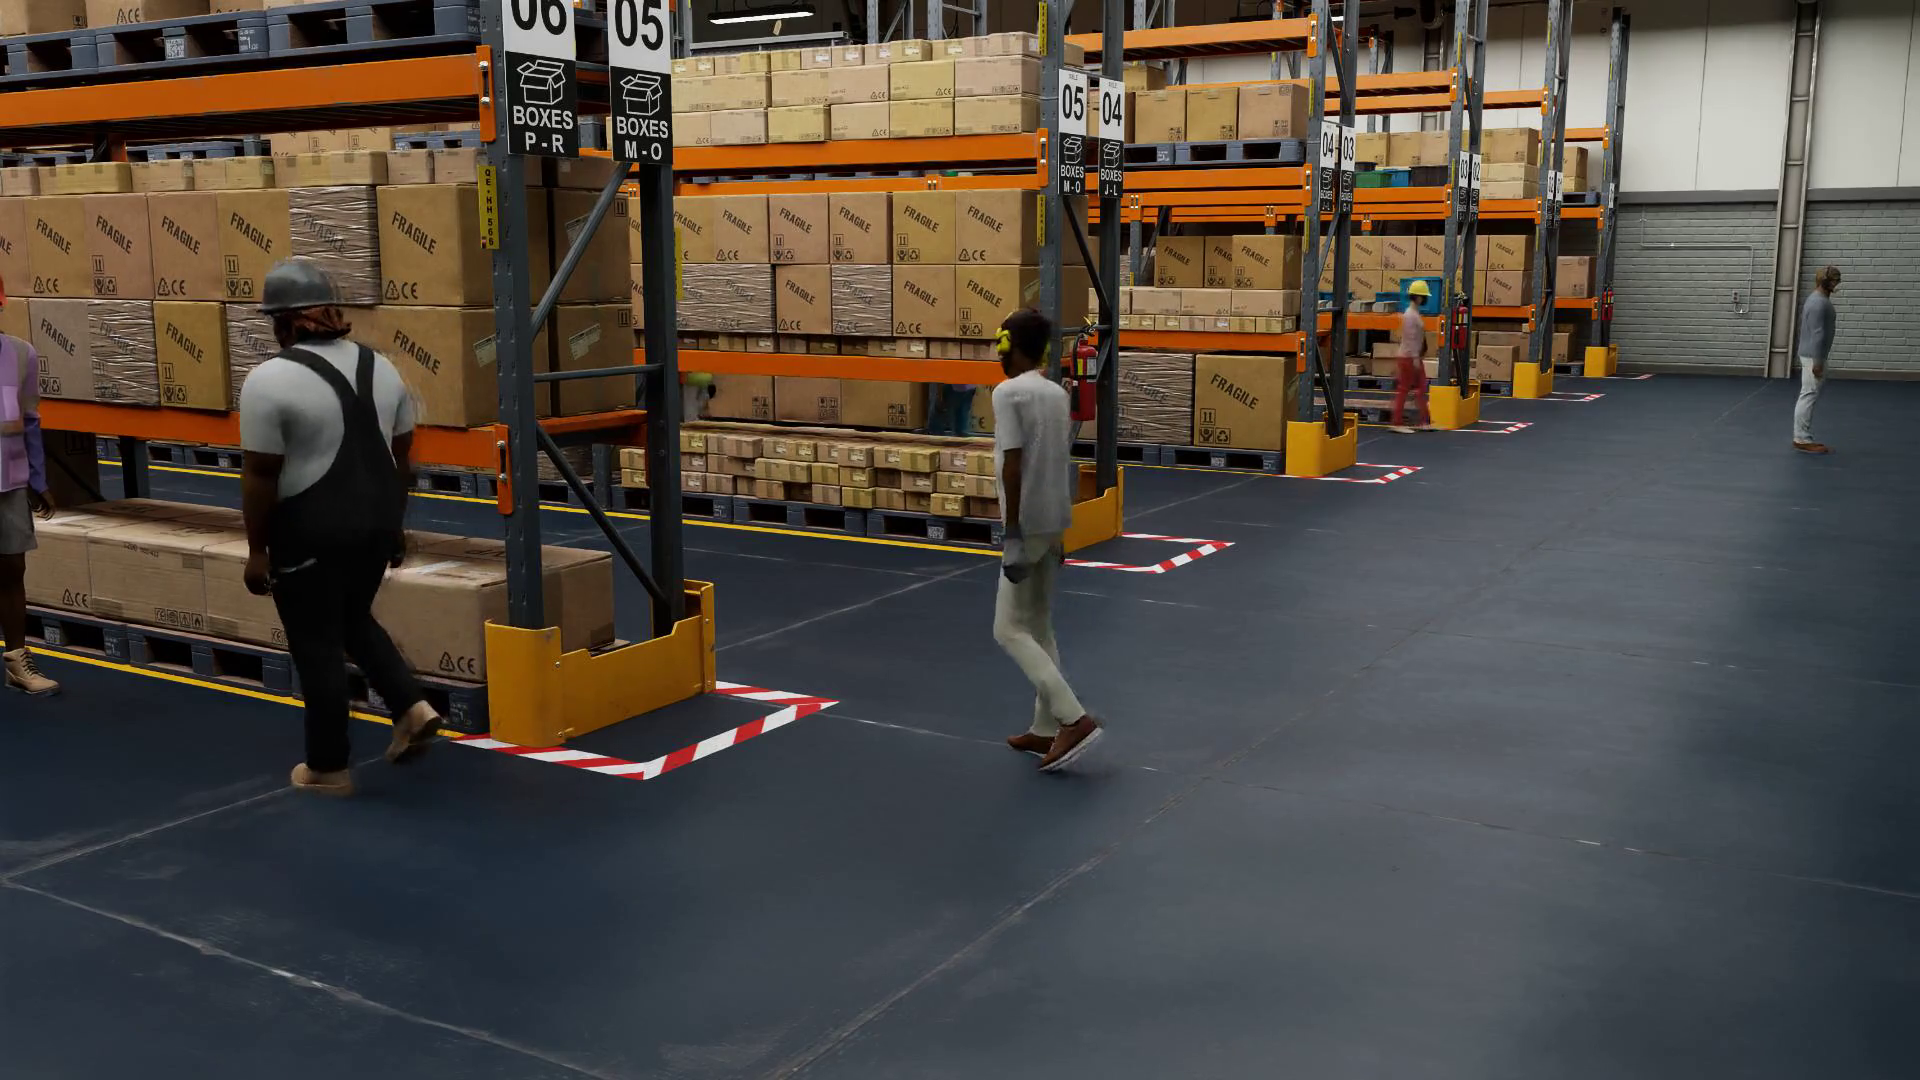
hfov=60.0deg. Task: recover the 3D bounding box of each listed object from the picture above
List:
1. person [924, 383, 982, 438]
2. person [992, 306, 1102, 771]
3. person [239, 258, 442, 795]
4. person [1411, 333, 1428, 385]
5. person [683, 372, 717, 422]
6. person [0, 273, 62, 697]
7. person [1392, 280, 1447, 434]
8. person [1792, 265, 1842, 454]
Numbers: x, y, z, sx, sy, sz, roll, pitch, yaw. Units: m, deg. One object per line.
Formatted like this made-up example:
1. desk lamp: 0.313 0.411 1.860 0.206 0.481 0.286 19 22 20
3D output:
1. person: -0.044 -1.241 13.870 0.445 1.831 0.584 7 12 36
2. person: 0.341 -0.012 6.674 0.626 1.826 0.580 7 12 34
3. person: -2.406 -0.053 6.293 0.589 2.000 0.698 5 11 26
4. person: 7.141 -3.379 26.174 0.460 1.902 0.624 5 11 28
5. person: -2.432 -1.406 14.853 0.436 1.830 0.642 5 11 26
6. person: -4.389 -0.255 7.499 0.383 2.036 0.605 6 11 30
7. person: 5.262 -2.069 18.923 0.667 1.743 0.552 4 11 25
8. person: 8.866 -1.867 17.219 0.355 1.936 0.635 5 11 25
